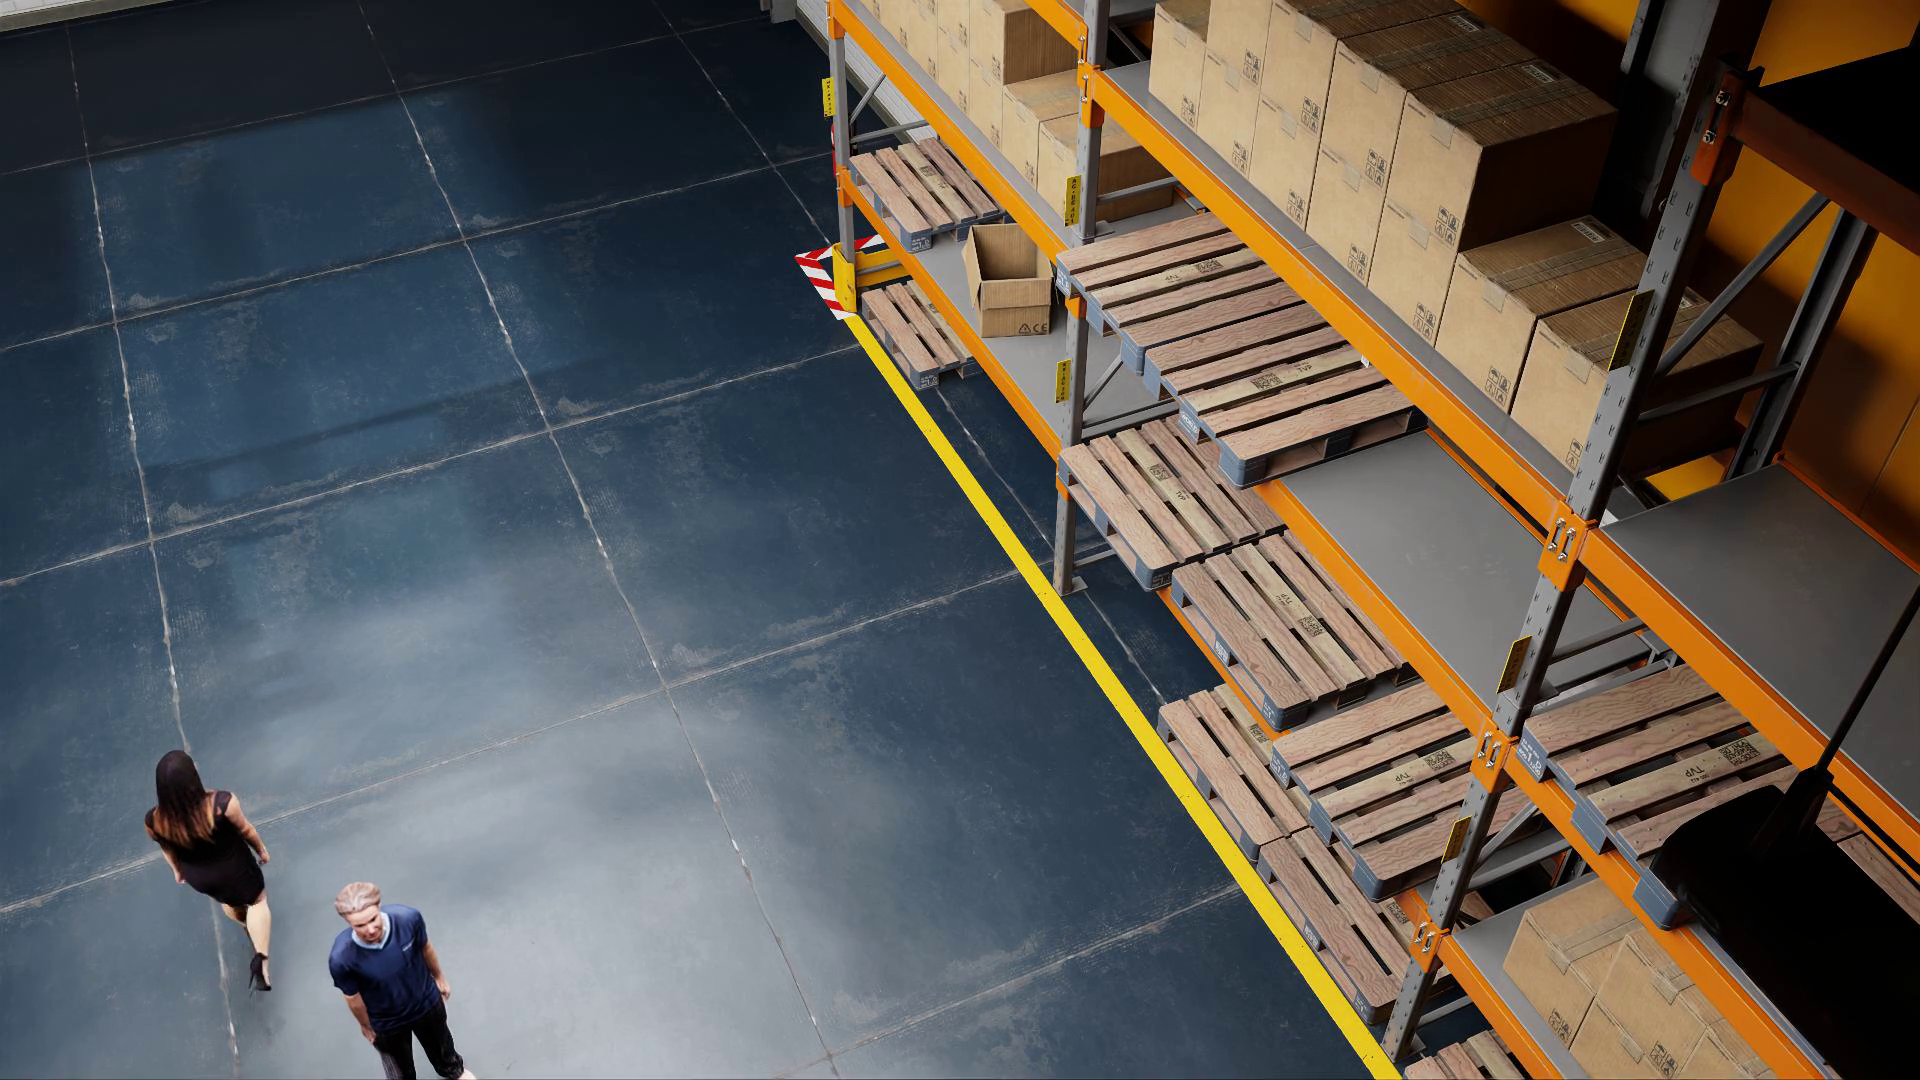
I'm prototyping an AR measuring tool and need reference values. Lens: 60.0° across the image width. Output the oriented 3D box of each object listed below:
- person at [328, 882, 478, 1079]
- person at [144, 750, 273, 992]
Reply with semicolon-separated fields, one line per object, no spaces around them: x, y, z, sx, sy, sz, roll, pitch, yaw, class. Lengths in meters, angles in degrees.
-2.860;2.348;8.473;0.713;1.871;0.642;-31;51;-28;person
-4.055;1.850;9.123;0.749;1.696;0.969;-11;45;-11;person
